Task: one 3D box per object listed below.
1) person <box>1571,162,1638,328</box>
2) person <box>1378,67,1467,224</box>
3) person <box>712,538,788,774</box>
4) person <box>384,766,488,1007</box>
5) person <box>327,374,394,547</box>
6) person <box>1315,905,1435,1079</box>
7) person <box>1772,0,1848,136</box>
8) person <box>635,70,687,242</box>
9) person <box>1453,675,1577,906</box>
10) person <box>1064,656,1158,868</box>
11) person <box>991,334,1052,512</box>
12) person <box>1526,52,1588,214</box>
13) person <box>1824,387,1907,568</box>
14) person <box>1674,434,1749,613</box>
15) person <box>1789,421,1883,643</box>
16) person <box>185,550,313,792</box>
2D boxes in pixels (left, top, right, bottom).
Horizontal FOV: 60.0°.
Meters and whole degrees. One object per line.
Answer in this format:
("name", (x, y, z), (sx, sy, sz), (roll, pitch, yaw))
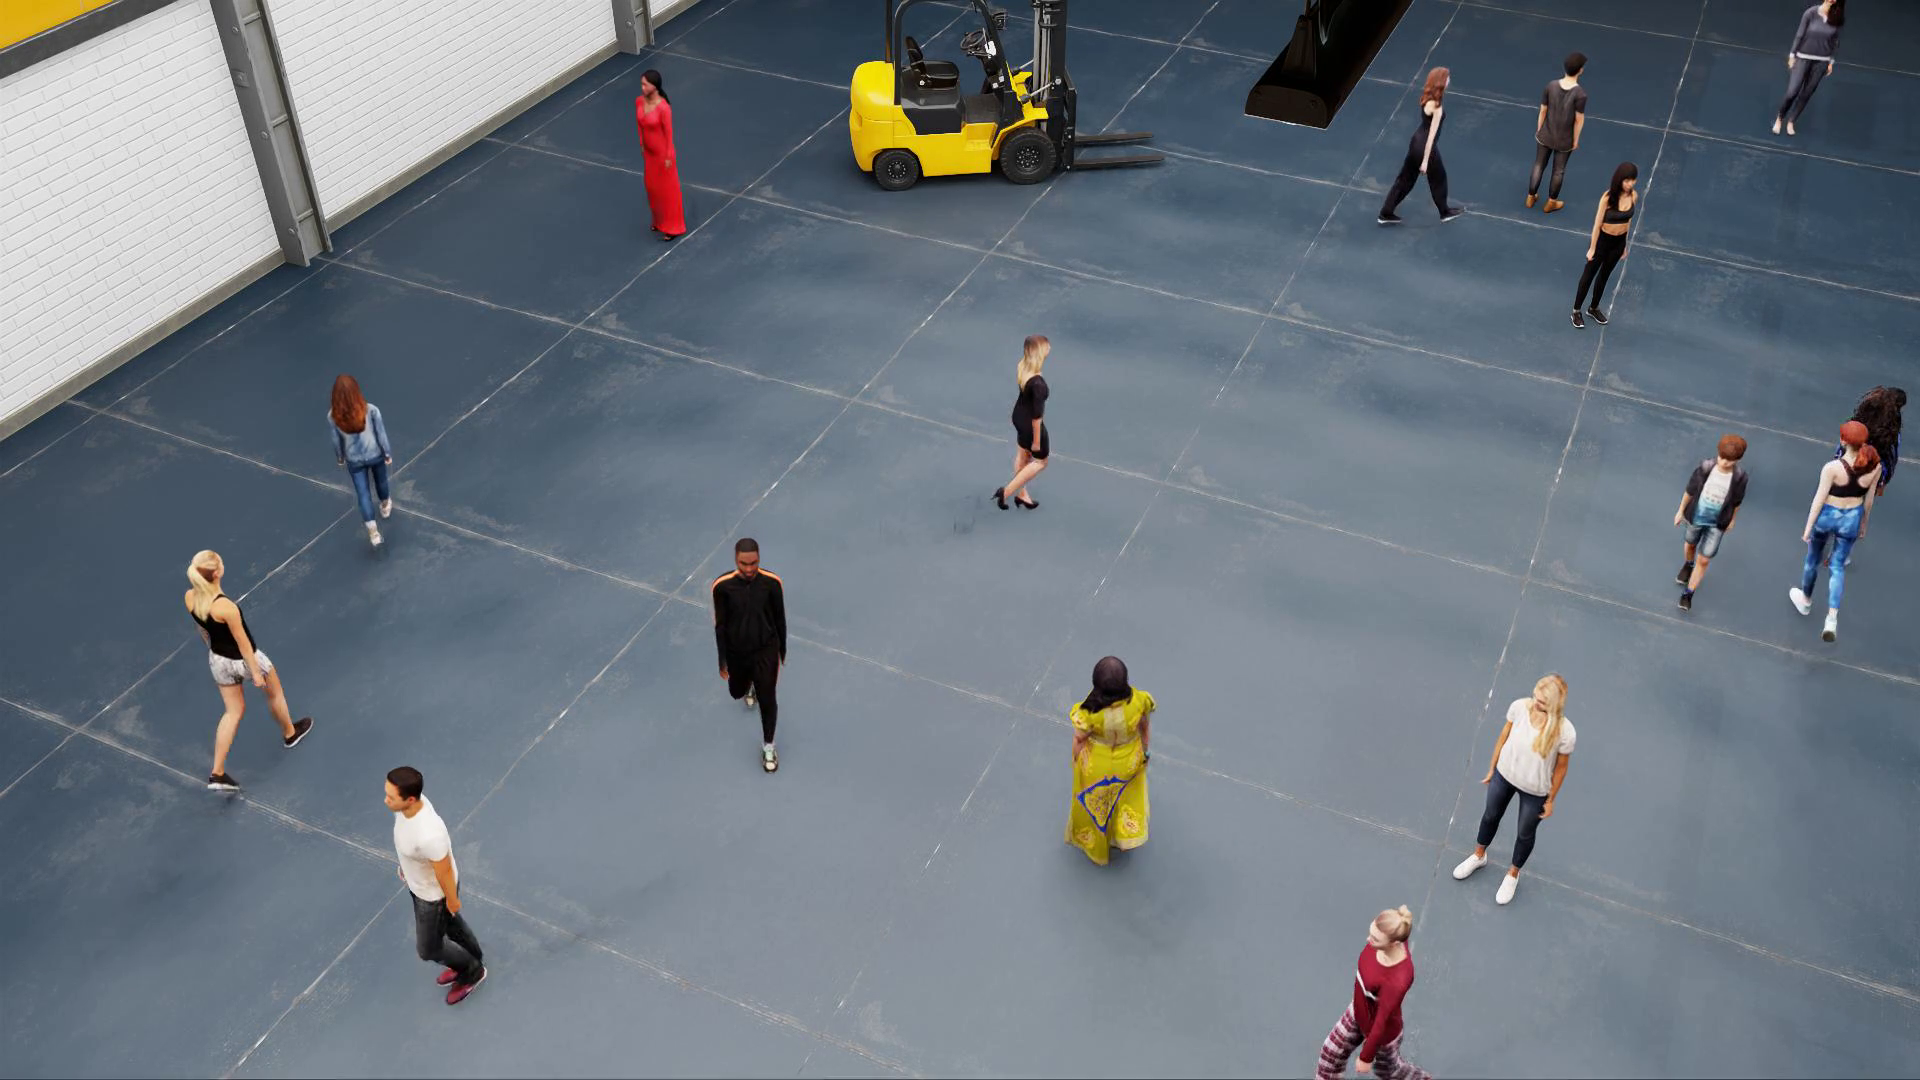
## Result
("person", (6.058, -2.782, 15.567), (0.624, 1.643, 0.666), (-9, 39, -11))
("person", (4.640, -3.981, 17.026), (1.059, 1.697, 1.131), (-4, 39, -5))
("person", (-1.403, 0.678, 11.115), (0.945, 1.793, 1.123), (-4, 39, -5))
("person", (-2.952, 1.930, 9.555), (0.766, 1.794, 0.748), (-23, 44, -26))
("person", (-4.666, -0.613, 13.001), (0.941, 1.457, 1.042), (-10, 40, -12))
("person", (2.299, 2.554, 8.868), (1.041, 1.665, 1.094), (-5, 39, -6))
("person", (9.640, -5.468, 18.842), (0.669, 1.754, 0.671), (8, 39, 10))
("person", (-3.027, -3.923, 16.891), (0.667, 1.784, 0.659), (21, 43, 25))
("person", (3.426, 1.473, 10.108), (0.632, 1.807, 0.661), (-32, 48, -33))
("person", (0.952, 1.423, 10.305), (0.921, 1.649, 0.984), (-8, 39, -9))
("person", (0.480, -0.877, 13.162), (0.849, 1.667, 0.787), (-14, 41, -17))
("person", (6.238, -4.252, 17.349), (0.674, 1.716, 0.639), (27, 46, 30))
("person", (6.882, -0.491, 12.727), (0.739, 1.607, 0.699), (-17, 42, -20))
("person", (5.649, -0.208, 12.526), (0.626, 1.417, 0.933), (21, 43, 25))
("person", (6.335, -0.021, 12.028), (0.808, 1.757, 1.086), (9, 39, 11))
("person", (-4.801, 0.856, 10.876), (0.658, 1.813, 1.151), (13, 40, 16))
